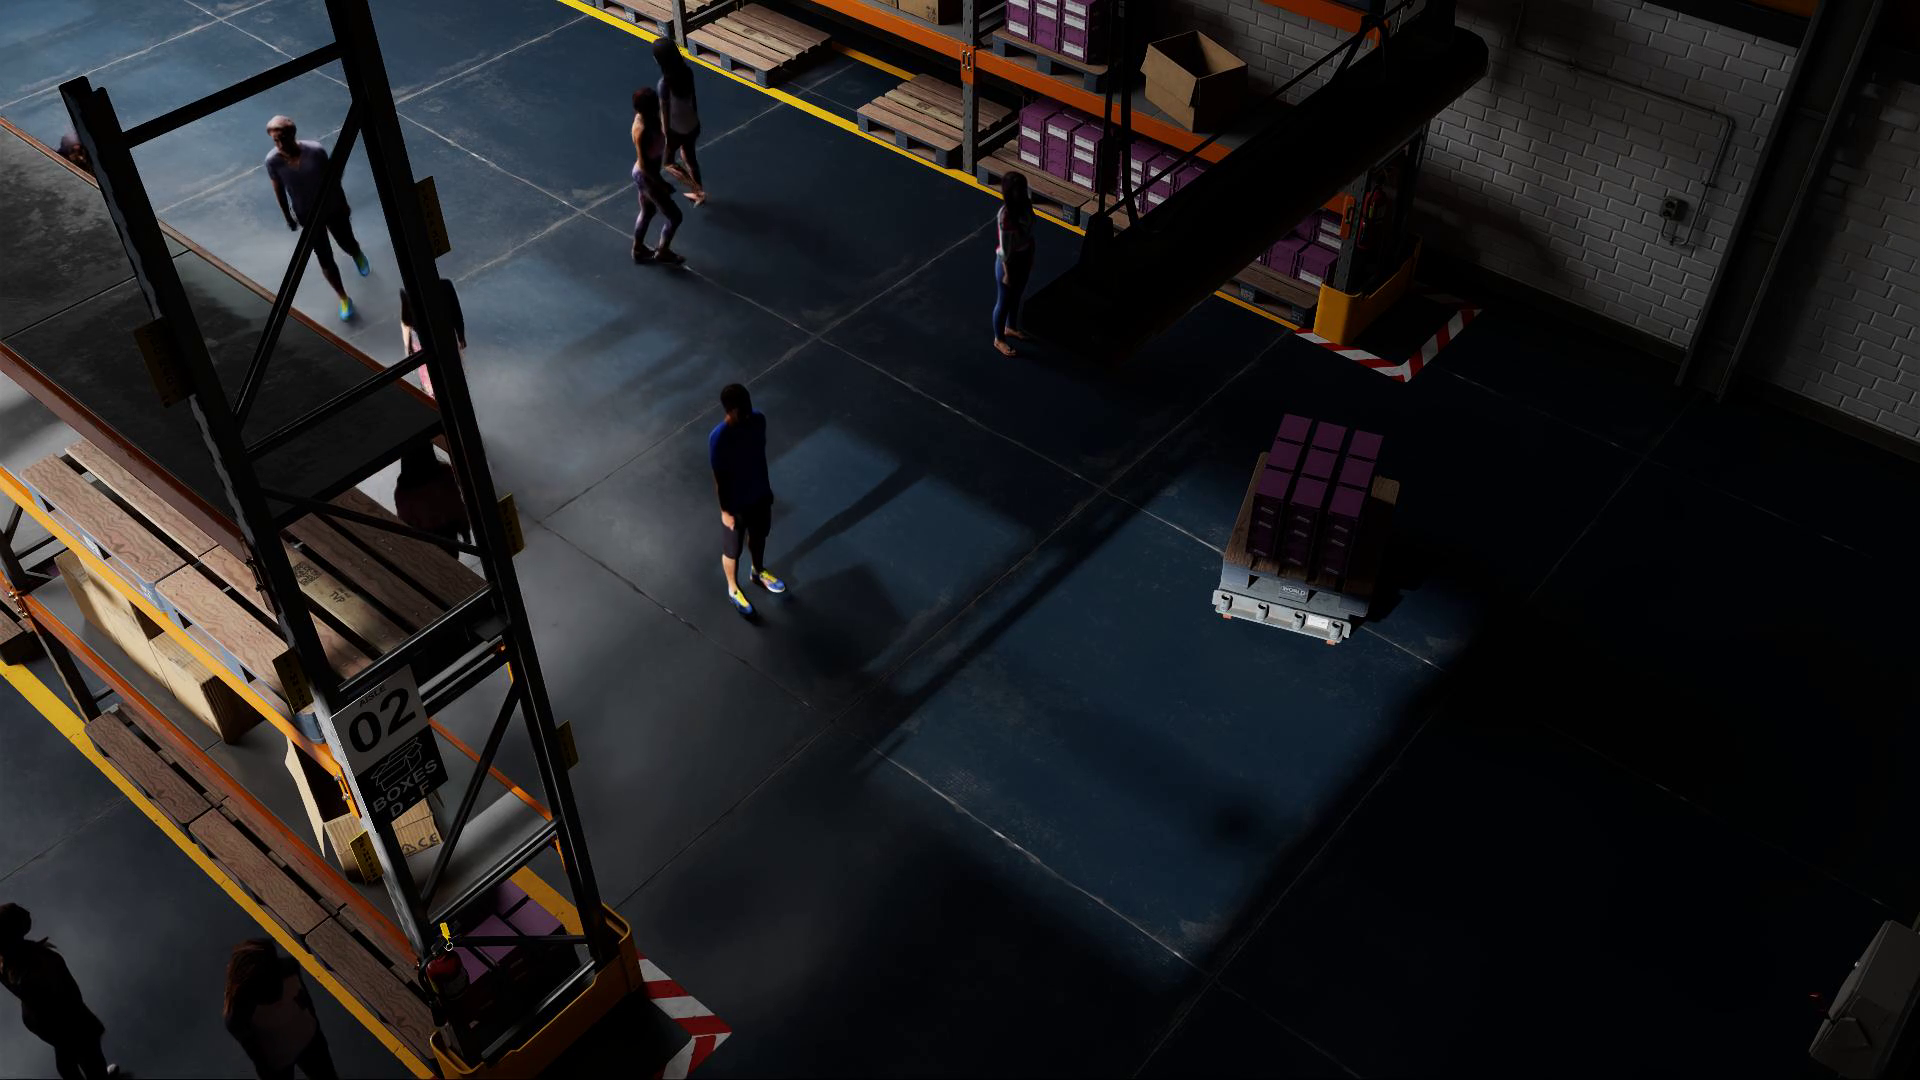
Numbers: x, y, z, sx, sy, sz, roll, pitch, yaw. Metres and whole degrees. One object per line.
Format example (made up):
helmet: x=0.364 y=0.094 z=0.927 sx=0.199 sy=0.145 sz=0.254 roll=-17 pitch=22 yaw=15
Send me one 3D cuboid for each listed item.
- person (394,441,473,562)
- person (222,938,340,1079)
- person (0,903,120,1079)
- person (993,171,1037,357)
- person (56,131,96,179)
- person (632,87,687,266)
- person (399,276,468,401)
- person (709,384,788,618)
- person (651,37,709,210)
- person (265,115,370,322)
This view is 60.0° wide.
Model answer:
person: x=-3.496 y=-0.005 z=10.941 sx=0.636 sy=1.790 sz=0.658 roll=-33 pitch=53 yaw=-30
person: x=-3.447 y=2.516 z=8.368 sx=1.073 sy=1.690 sz=0.600 roll=30 pitch=51 yaw=28
person: x=-4.595 y=2.431 z=8.450 sx=0.515 sy=1.700 sz=0.689 roll=22 pitch=48 yaw=21
person: x=0.426 y=-2.254 z=13.429 sx=0.550 sy=1.614 sz=0.614 roll=24 pitch=48 yaw=23
person: x=-7.123 y=-2.662 z=13.836 sx=0.751 sy=1.644 sz=1.086 roll=-33 pitch=53 yaw=-30
person: x=-2.687 y=-3.016 z=14.144 sx=0.888 sy=1.732 sz=0.827 roll=-9 pitch=44 yaw=-9
person: x=-3.948 y=-1.449 z=12.574 sx=0.862 sy=1.628 sz=1.003 roll=-20 pitch=47 yaw=-20
person: x=-1.462 y=-0.312 z=11.207 sx=0.551 sy=1.868 sz=0.601 roll=32 pitch=52 yaw=29
person: x=-2.454 y=-3.666 z=14.854 sx=0.723 sy=1.694 sz=0.695 roll=24 pitch=48 yaw=23
person: x=-5.309 y=-2.764 z=13.792 sx=1.008 sy=1.853 sz=1.159 roll=-18 pitch=46 yaw=-18
